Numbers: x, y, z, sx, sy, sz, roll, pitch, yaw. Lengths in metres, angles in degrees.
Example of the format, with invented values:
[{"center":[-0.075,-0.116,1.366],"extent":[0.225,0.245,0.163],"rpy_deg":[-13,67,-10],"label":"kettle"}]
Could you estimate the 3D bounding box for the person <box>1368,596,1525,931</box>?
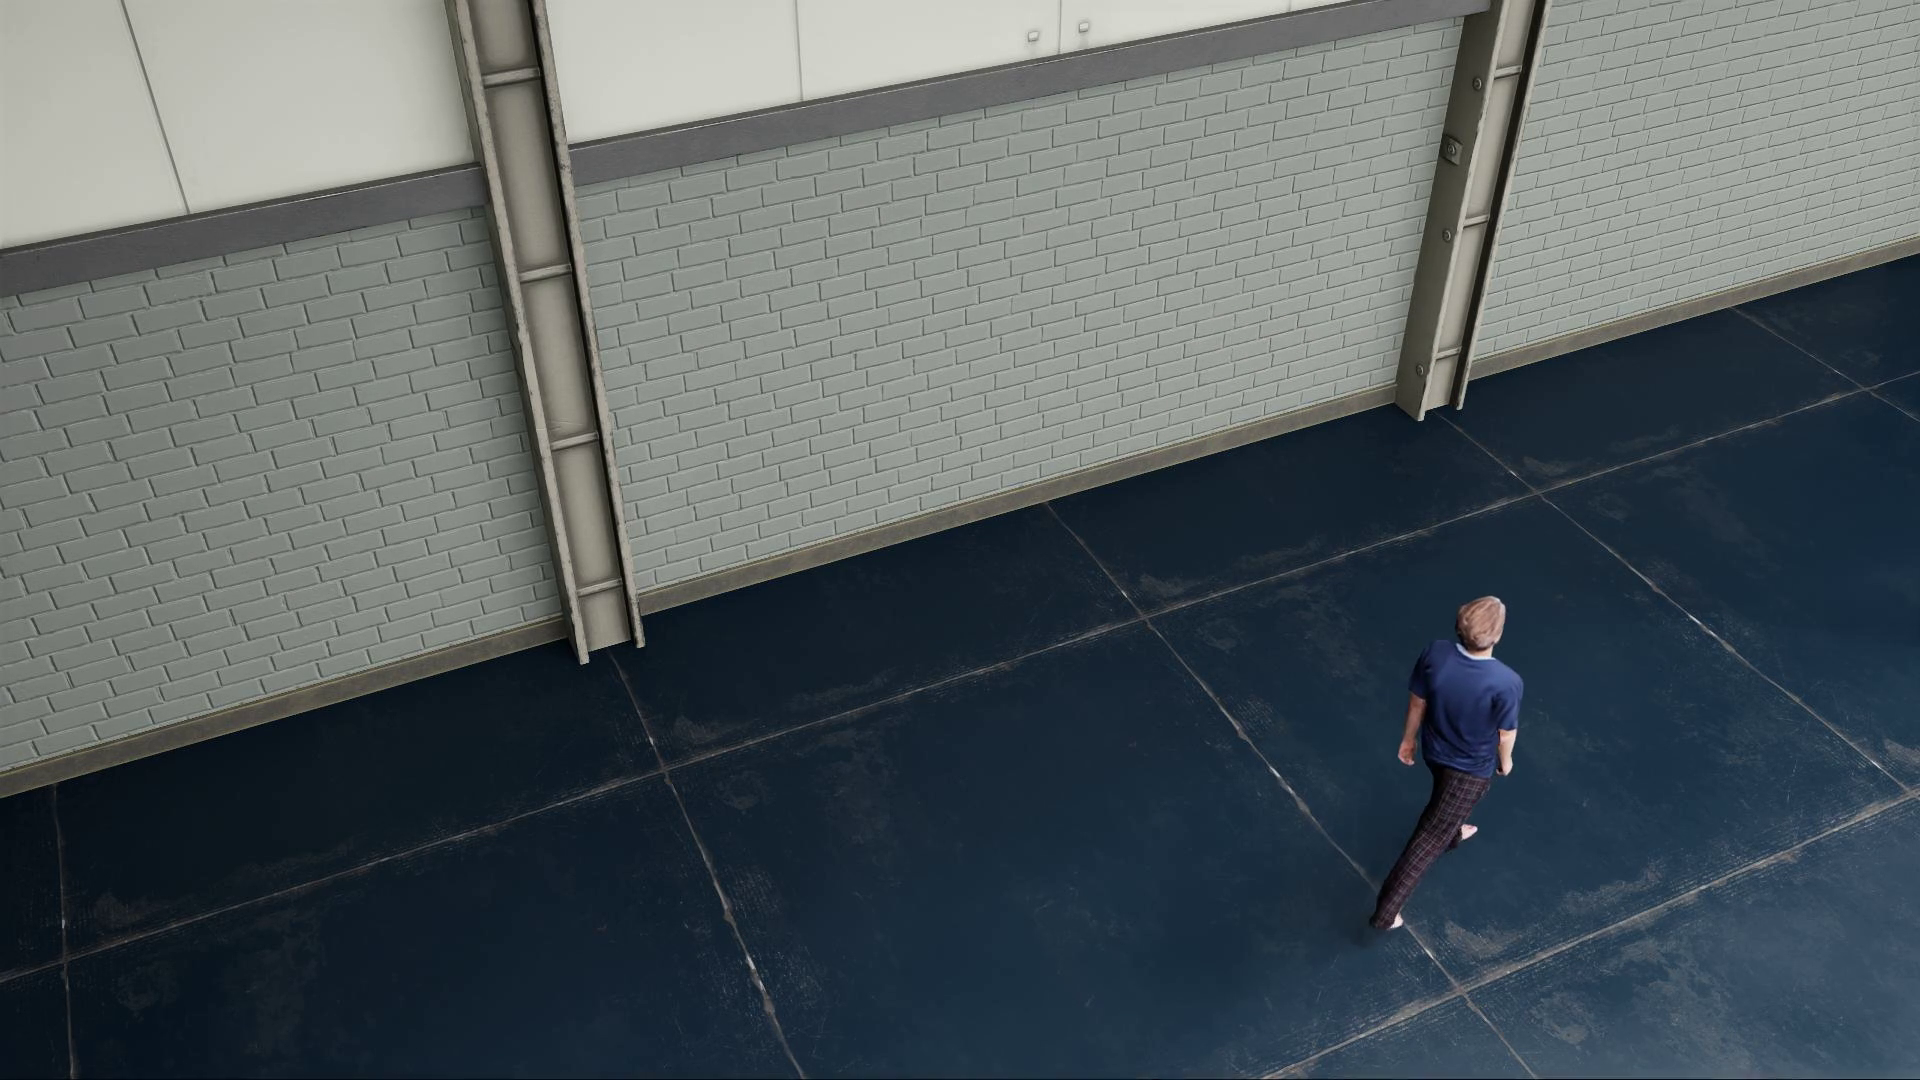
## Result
[{"center":[2.263,1.083,7.757],"extent":[1.277,1.827,0.883],"rpy_deg":[-28,46,-31],"label":"person"}]
